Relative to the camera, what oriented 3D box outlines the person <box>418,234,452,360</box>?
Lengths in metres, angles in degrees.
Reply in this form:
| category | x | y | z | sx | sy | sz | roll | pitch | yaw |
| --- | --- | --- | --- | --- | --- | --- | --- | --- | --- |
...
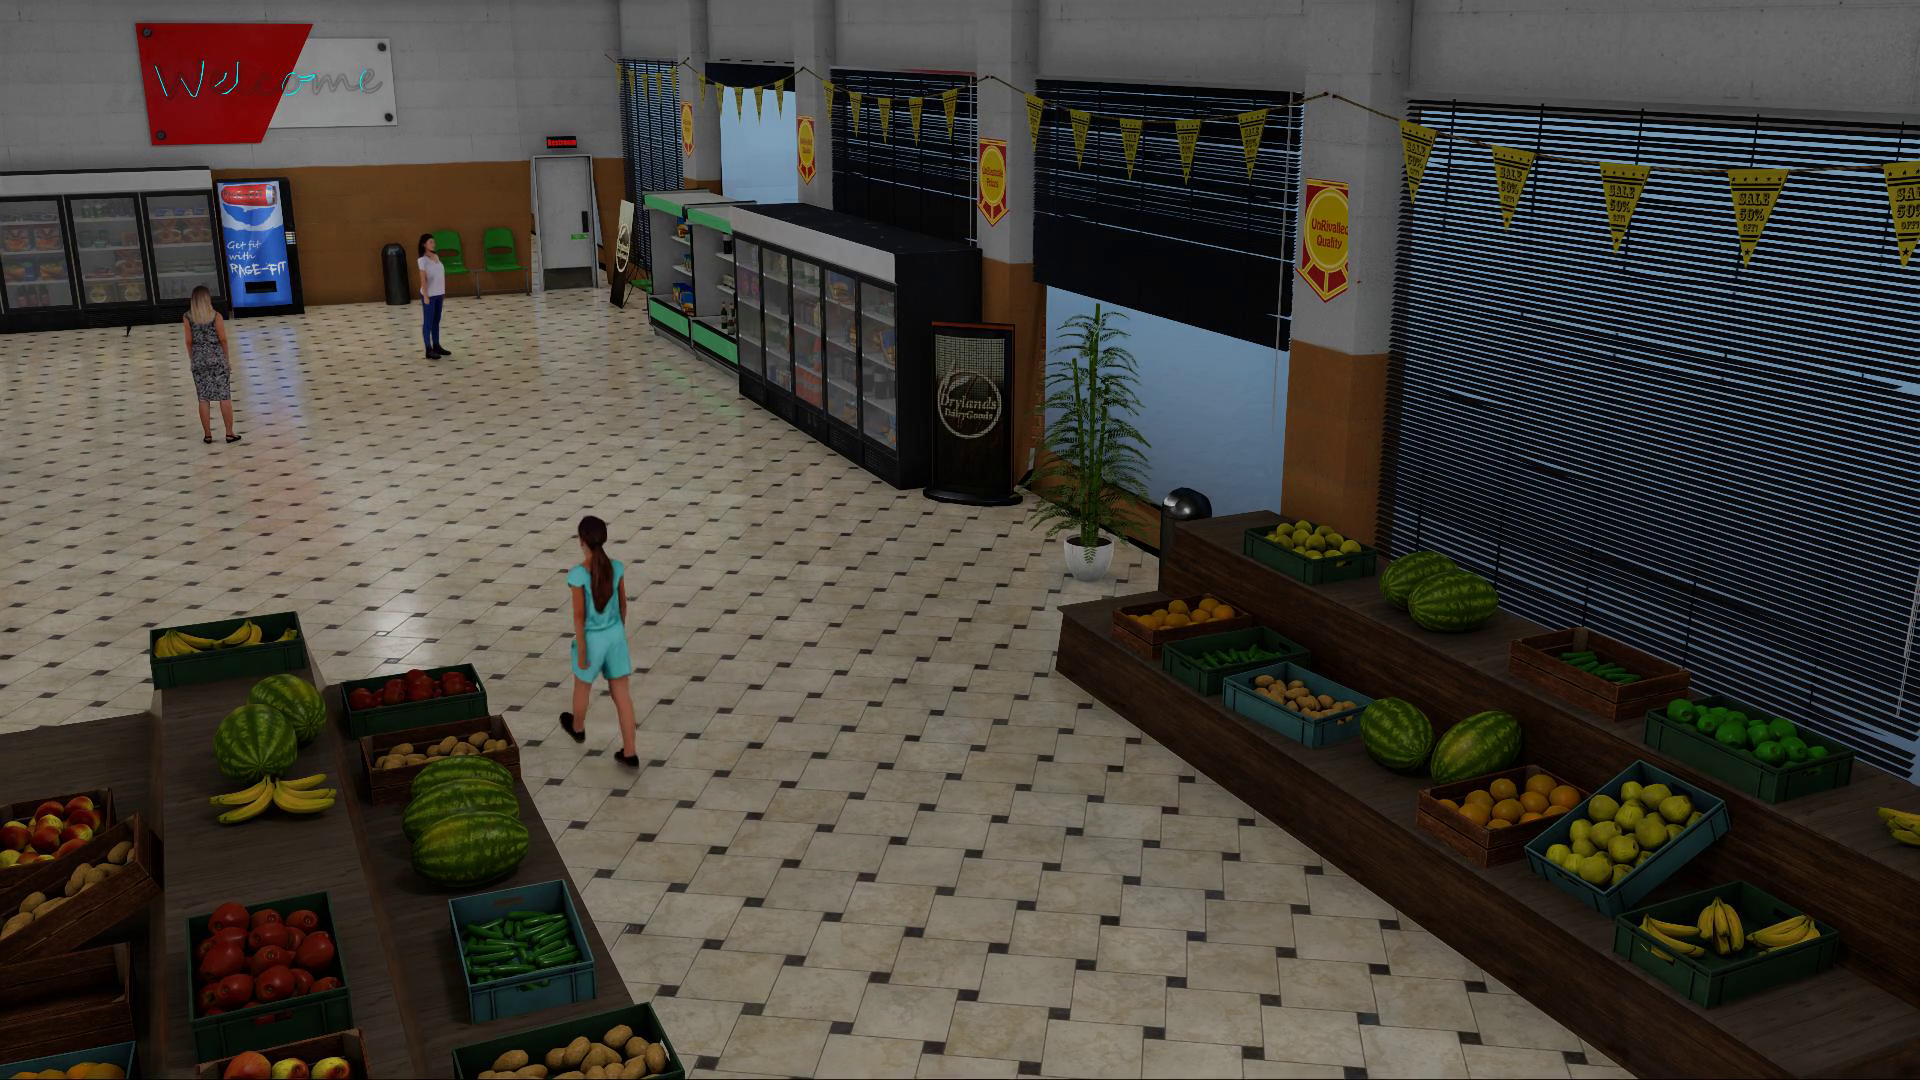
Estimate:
| category | x | y | z | sx | sy | sz | roll | pitch | yaw |
| --- | --- | --- | --- | --- | --- | --- | --- | --- | --- |
| person | -7.208 | -3.318 | 22.696 | 0.742 | 1.684 | 0.658 | 4 | 17 | 12 |

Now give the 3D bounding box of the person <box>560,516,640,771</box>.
| category | x | y | z | sx | sy | sz | roll | pitch | yaw |
| --- | --- | --- | --- | --- | --- | --- | --- | --- | --- |
| person | -2.106 | 0.645 | 9.937 | 0.701 | 1.514 | 1.082 | -12 | 21 | -35 |

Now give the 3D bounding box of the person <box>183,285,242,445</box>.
| category | x | y | z | sx | sy | sz | roll | pitch | yaw |
| --- | --- | --- | --- | --- | --- | --- | --- | --- | --- |
| person | -8.124 | -1.896 | 17.981 | 0.627 | 1.703 | 0.589 | -2 | 17 | -7 |
